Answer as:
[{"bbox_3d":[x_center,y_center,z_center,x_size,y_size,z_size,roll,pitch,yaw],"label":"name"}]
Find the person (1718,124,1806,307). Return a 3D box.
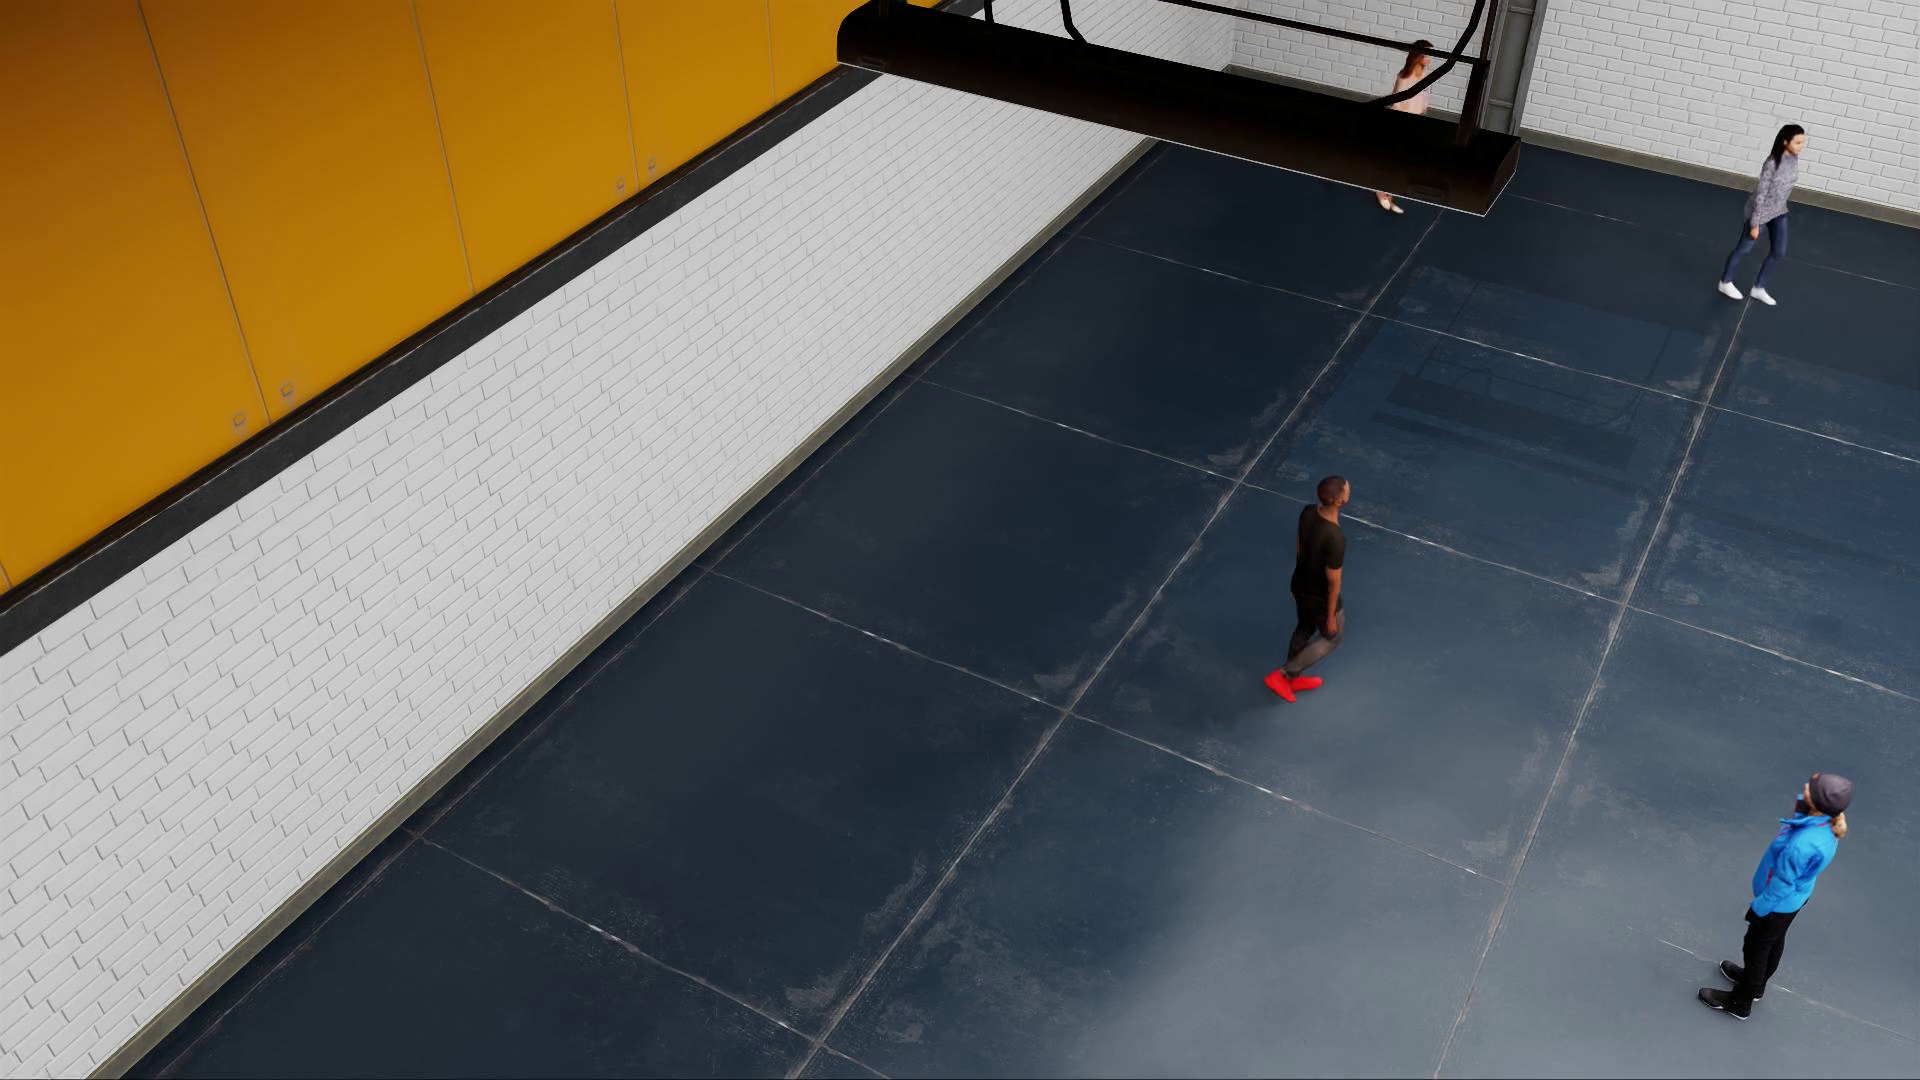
[{"bbox_3d":[7.185,-2.970,14.993,0.840,1.715,0.912,-19,43,-23],"label":"person"}]

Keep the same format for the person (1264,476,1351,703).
[{"bbox_3d":[2.213,0.365,10.756,0.921,1.791,0.860,-11,40,-13],"label":"person"}]

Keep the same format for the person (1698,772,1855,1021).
[{"bbox_3d":[4.371,1.893,8.837,0.675,1.797,0.623,-30,47,-32],"label":"person"}]

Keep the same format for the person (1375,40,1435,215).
[{"bbox_3d":[4.286,-4.058,16.305,0.710,1.777,0.738,-25,45,-28],"label":"person"}]
